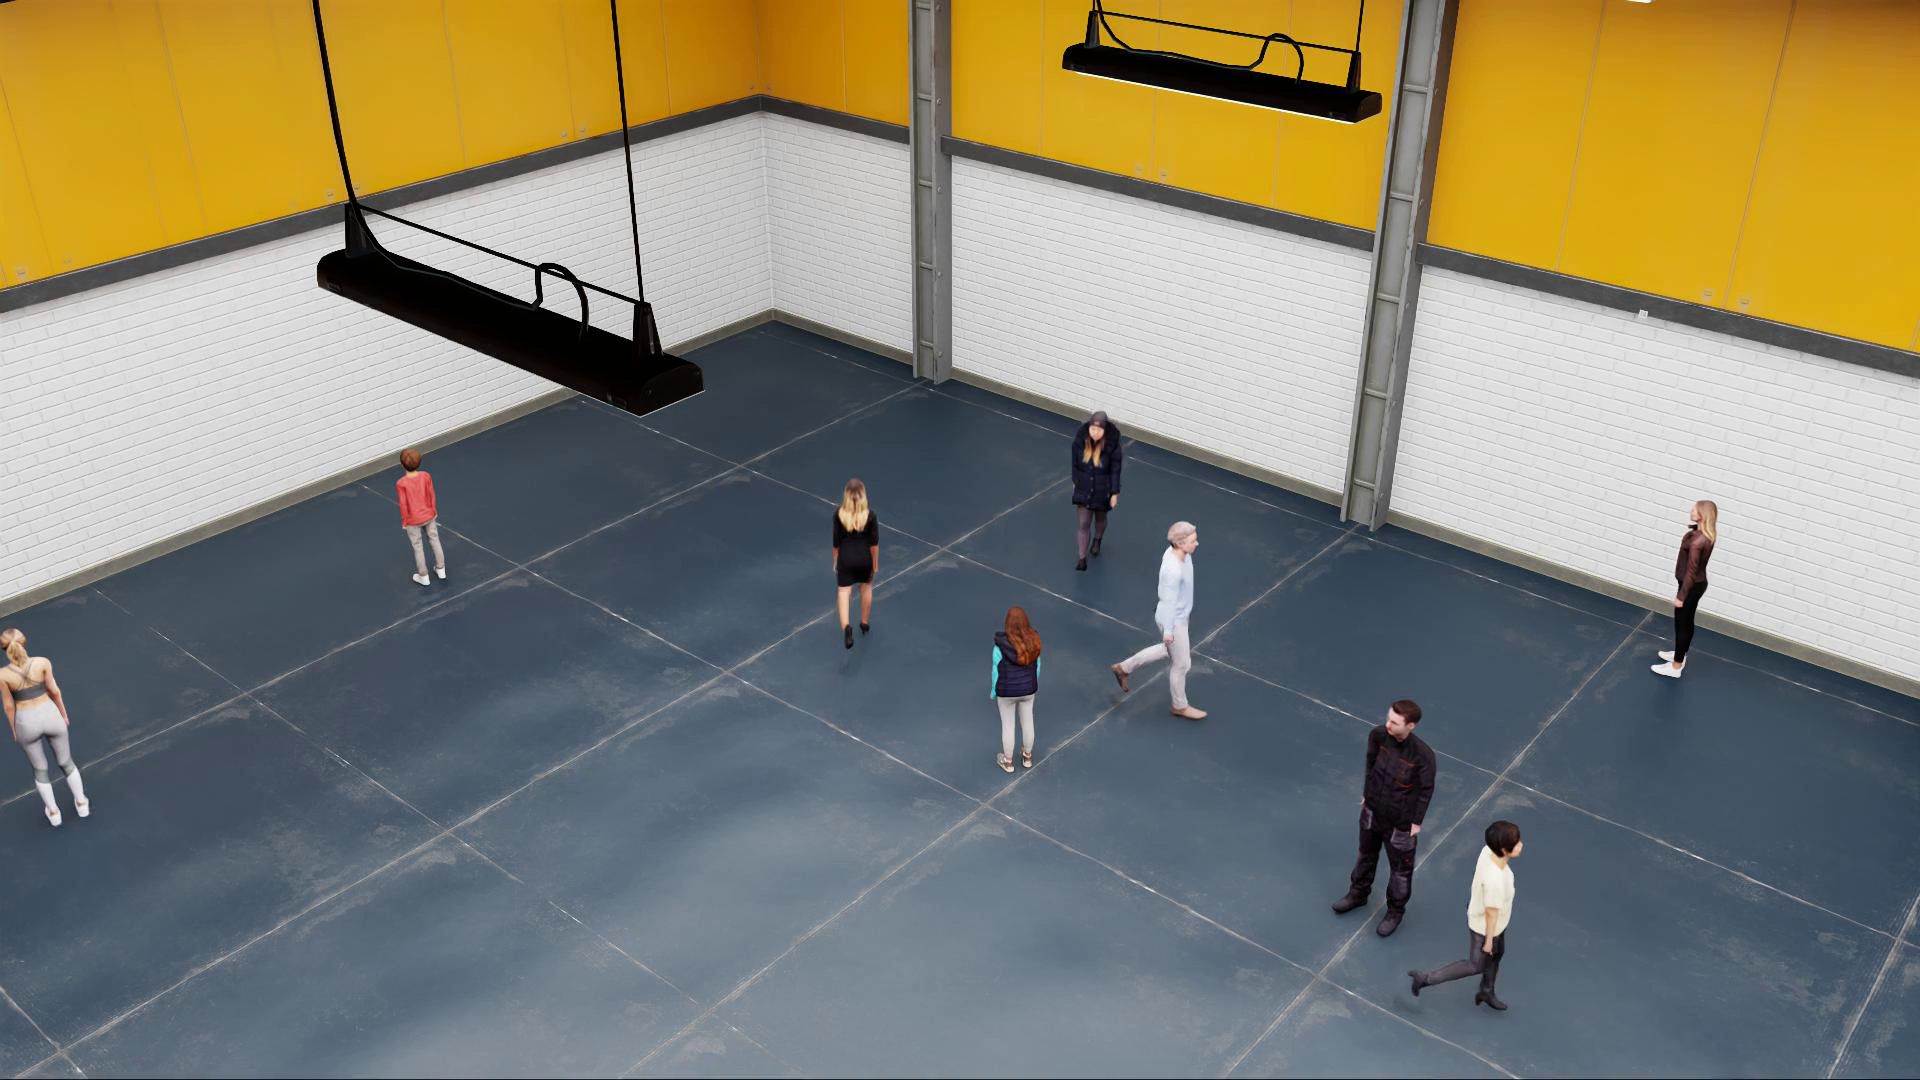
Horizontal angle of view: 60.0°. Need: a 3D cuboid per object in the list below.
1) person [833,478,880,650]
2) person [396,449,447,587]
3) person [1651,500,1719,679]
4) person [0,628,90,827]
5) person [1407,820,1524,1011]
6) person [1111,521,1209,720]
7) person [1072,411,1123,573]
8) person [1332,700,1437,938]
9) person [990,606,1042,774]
[{"bbox_3d":[-0.946,0.244,14.967,0.944,1.659,0.959,1,29,2],"label":"person"},{"bbox_3d":[-5.227,-0.234,16.097,0.548,1.416,0.529,-22,36,-35],"label":"person"},{"bbox_3d":[6.419,0.421,14.596,0.509,1.703,0.604,20,34,32],"label":"person"},{"bbox_3d":[-7.060,1.425,12.756,0.588,1.703,0.578,-20,35,-32],"label":"person"},{"bbox_3d":[3.381,2.503,10.921,1.026,1.567,0.858,6,29,10],"label":"person"},{"bbox_3d":[1.704,0.668,13.970,1.201,1.868,0.946,8,30,14],"label":"person"},{"bbox_3d":[1.357,-0.531,16.423,1.092,1.624,1.004,8,30,14],"label":"person"},{"bbox_3d":[3.017,1.903,11.662,0.773,1.910,0.559,-24,36,-36],"label":"person"},{"bbox_3d":[0.454,1.192,13.394,0.683,1.500,0.725,-9,30,-16],"label":"person"}]
